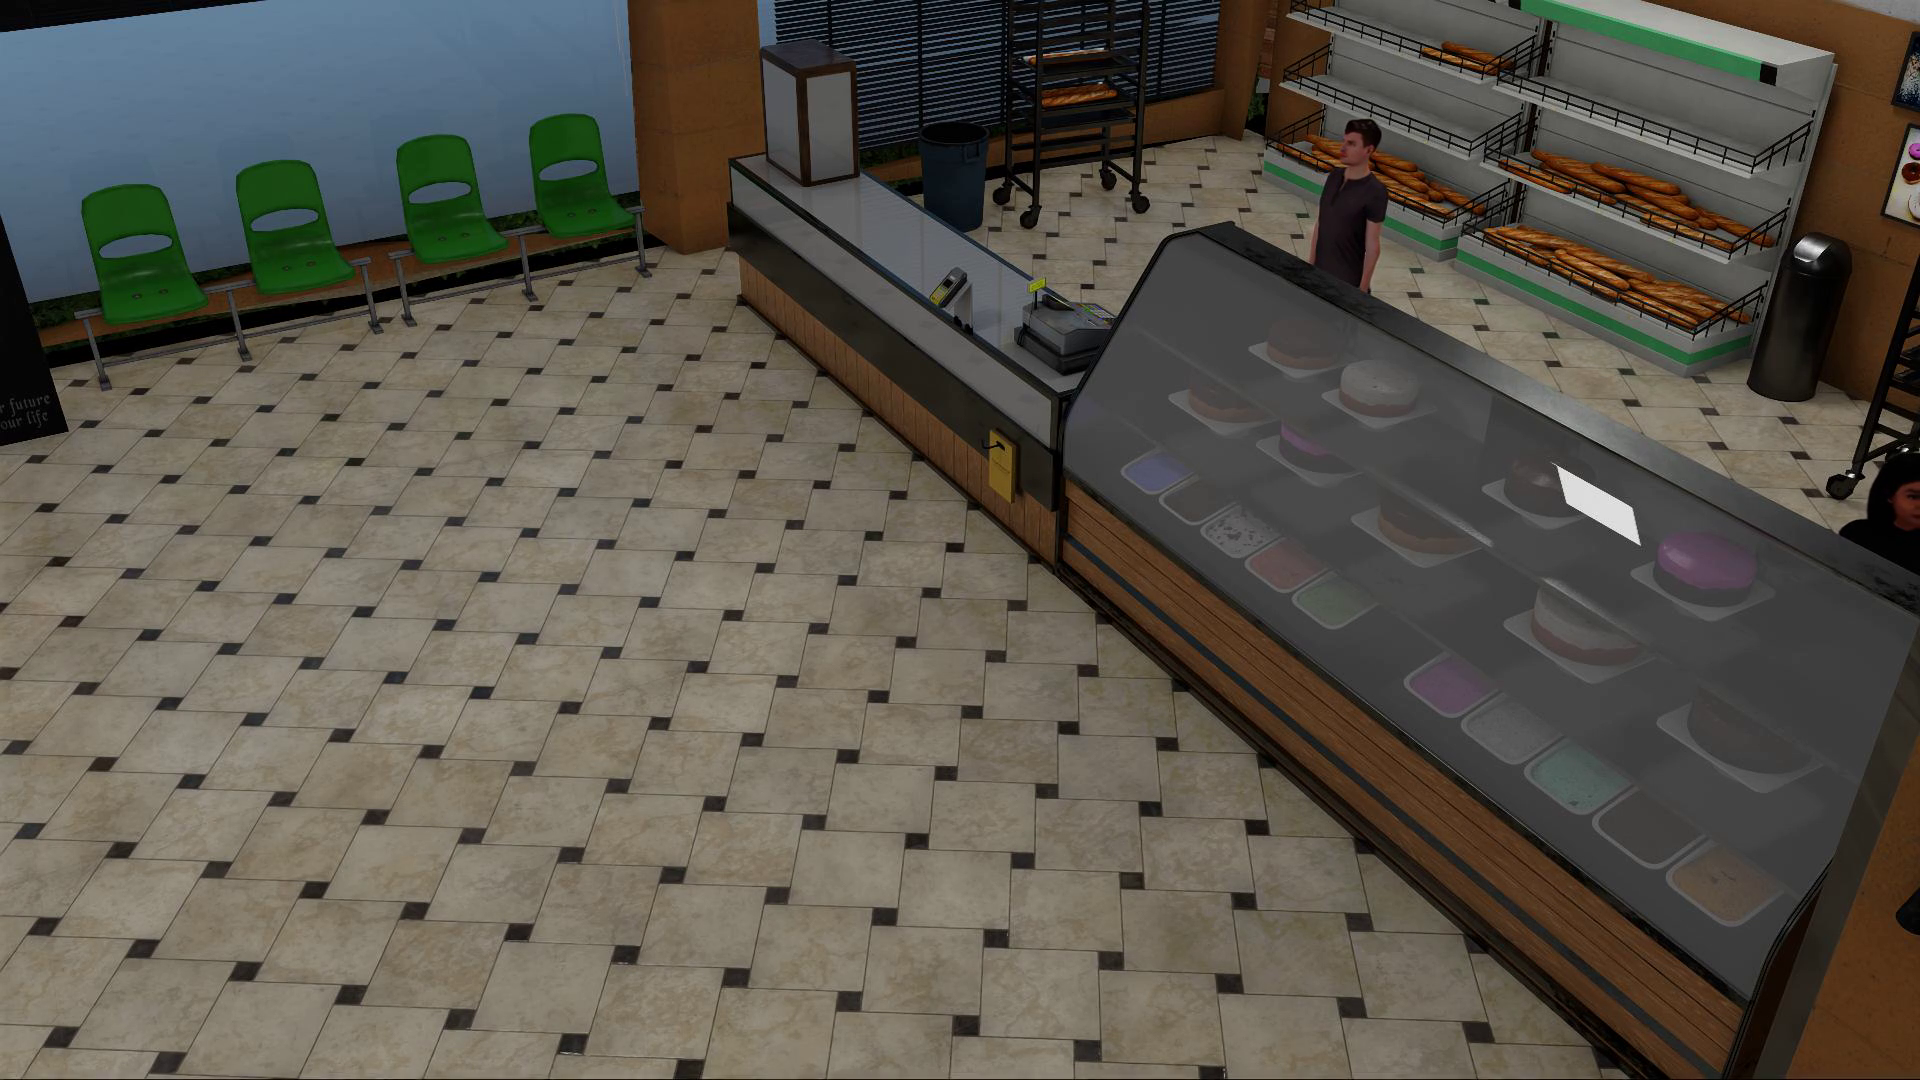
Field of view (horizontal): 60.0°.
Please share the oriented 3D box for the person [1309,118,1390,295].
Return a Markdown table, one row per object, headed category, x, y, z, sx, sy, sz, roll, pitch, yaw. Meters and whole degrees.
| category | x | y | z | sx | sy | sz | roll | pitch | yaw |
| --- | --- | --- | --- | --- | --- | --- | --- | --- | --- |
| person | 2.144 | -1.457 | 9.333 | 0.524 | 1.853 | 0.631 | -17 | 36 | -25 |
